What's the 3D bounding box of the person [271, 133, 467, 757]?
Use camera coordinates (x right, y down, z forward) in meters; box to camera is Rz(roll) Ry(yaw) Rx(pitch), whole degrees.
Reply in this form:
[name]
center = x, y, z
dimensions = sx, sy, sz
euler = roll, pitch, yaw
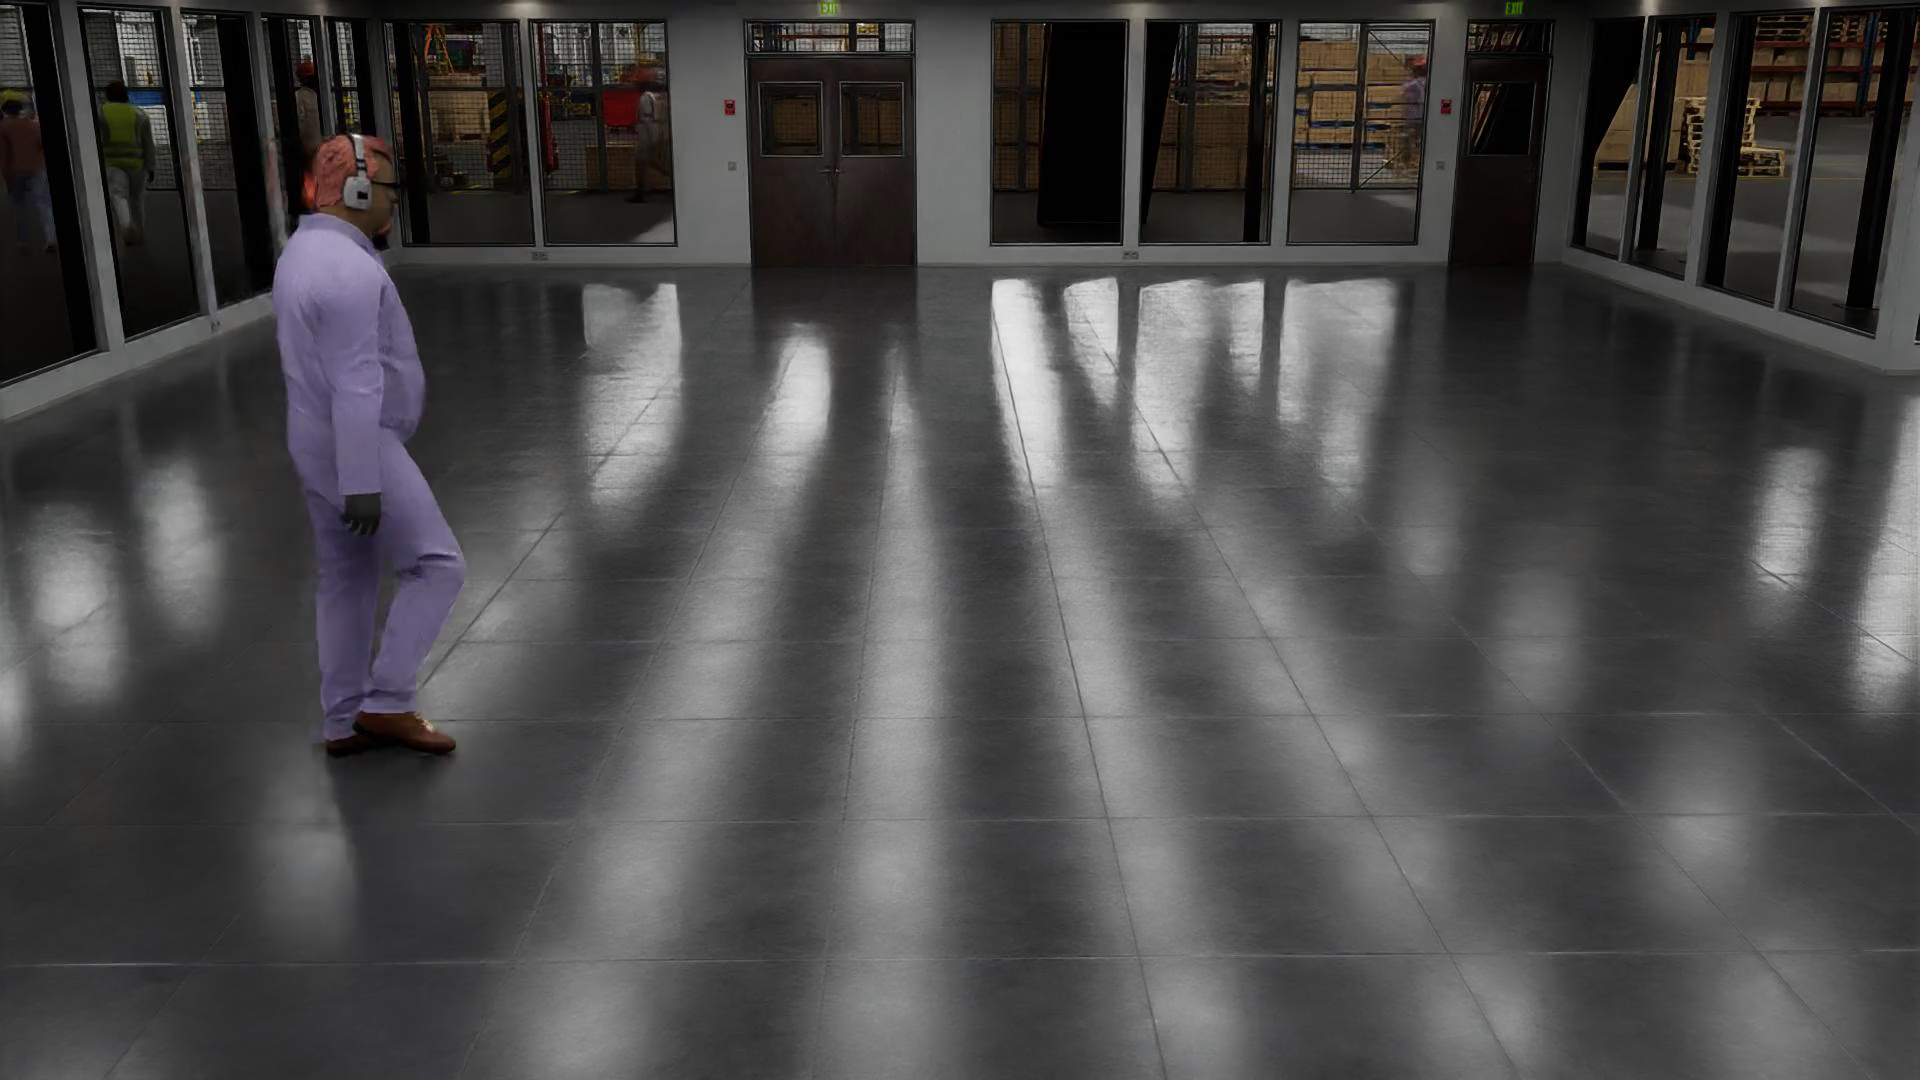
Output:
[person]
center = -1.767, -0.249, 4.988
dimensions = 0.522, 1.880, 0.665
euler = -10, 19, -32
